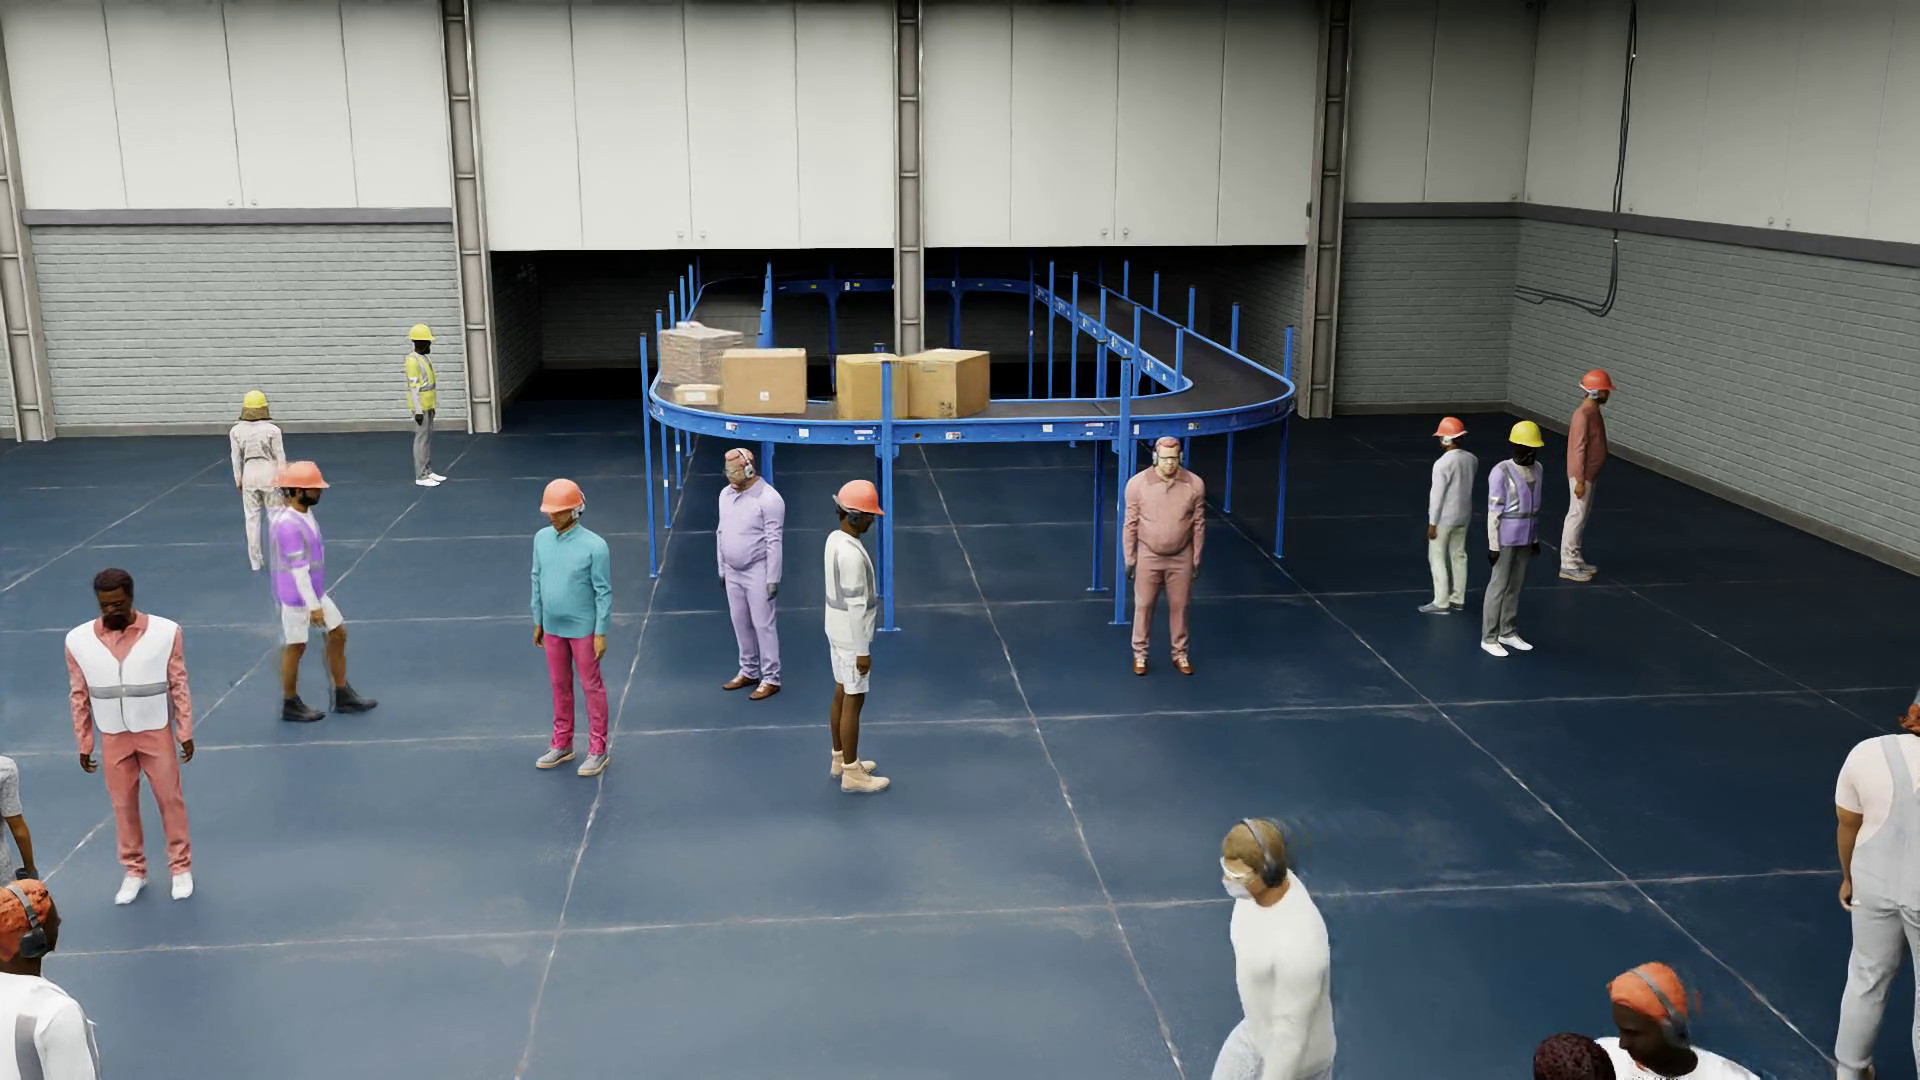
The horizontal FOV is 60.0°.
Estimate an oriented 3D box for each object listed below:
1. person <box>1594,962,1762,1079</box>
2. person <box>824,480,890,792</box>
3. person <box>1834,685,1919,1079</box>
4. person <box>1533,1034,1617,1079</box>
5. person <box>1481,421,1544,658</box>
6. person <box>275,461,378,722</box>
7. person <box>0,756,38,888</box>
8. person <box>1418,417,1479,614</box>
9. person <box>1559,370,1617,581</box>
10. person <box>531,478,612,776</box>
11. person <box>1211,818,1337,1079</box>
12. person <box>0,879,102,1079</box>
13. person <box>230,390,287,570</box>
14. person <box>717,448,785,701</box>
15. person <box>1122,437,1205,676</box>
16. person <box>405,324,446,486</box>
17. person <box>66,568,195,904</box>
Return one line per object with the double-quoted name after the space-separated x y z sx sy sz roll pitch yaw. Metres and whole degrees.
2.199 2.123 5.041 0.744 1.852 0.421 7 16 26 "person"
-0.672 0.613 10.719 0.386 2.034 0.604 -4 15 -16 "person"
4.138 1.501 7.148 0.536 2.000 0.681 -11 18 -36 "person"
1.574 2.212 4.585 0.587 1.909 0.424 -6 15 -24 "person"
4.499 -0.018 13.455 0.595 1.925 0.374 -10 17 -34 "person"
-4.570 0.383 11.874 0.782 1.905 0.572 -1 14 -3 "person"
-4.363 1.537 7.359 0.538 1.866 0.313 -5 15 -20 "person"
4.295 -0.220 14.647 0.569 1.740 0.361 -10 17 -34 "person"
5.929 -0.619 15.727 0.391 1.991 0.625 8 16 30 "person"
-2.574 0.566 10.985 0.611 1.995 0.377 6 15 23 "person"
1.045 1.866 6.044 1.061 1.862 0.695 -2 14 -7 "person"
-2.987 2.003 5.462 0.574 1.883 0.355 6 15 23 "person"
-6.741 -0.577 16.065 0.494 1.743 0.307 -1 14 -4 "person"
-1.595 0.242 12.498 0.655 1.893 0.401 12 18 39 "person"
1.580 0.132 12.919 0.639 1.900 0.401 0 14 -1 "person"
-6.379 -1.610 19.827 0.373 1.925 0.595 -1 14 -3 "person"
-4.547 1.063 9.178 0.597 1.910 0.402 -4 15 -16 "person"
